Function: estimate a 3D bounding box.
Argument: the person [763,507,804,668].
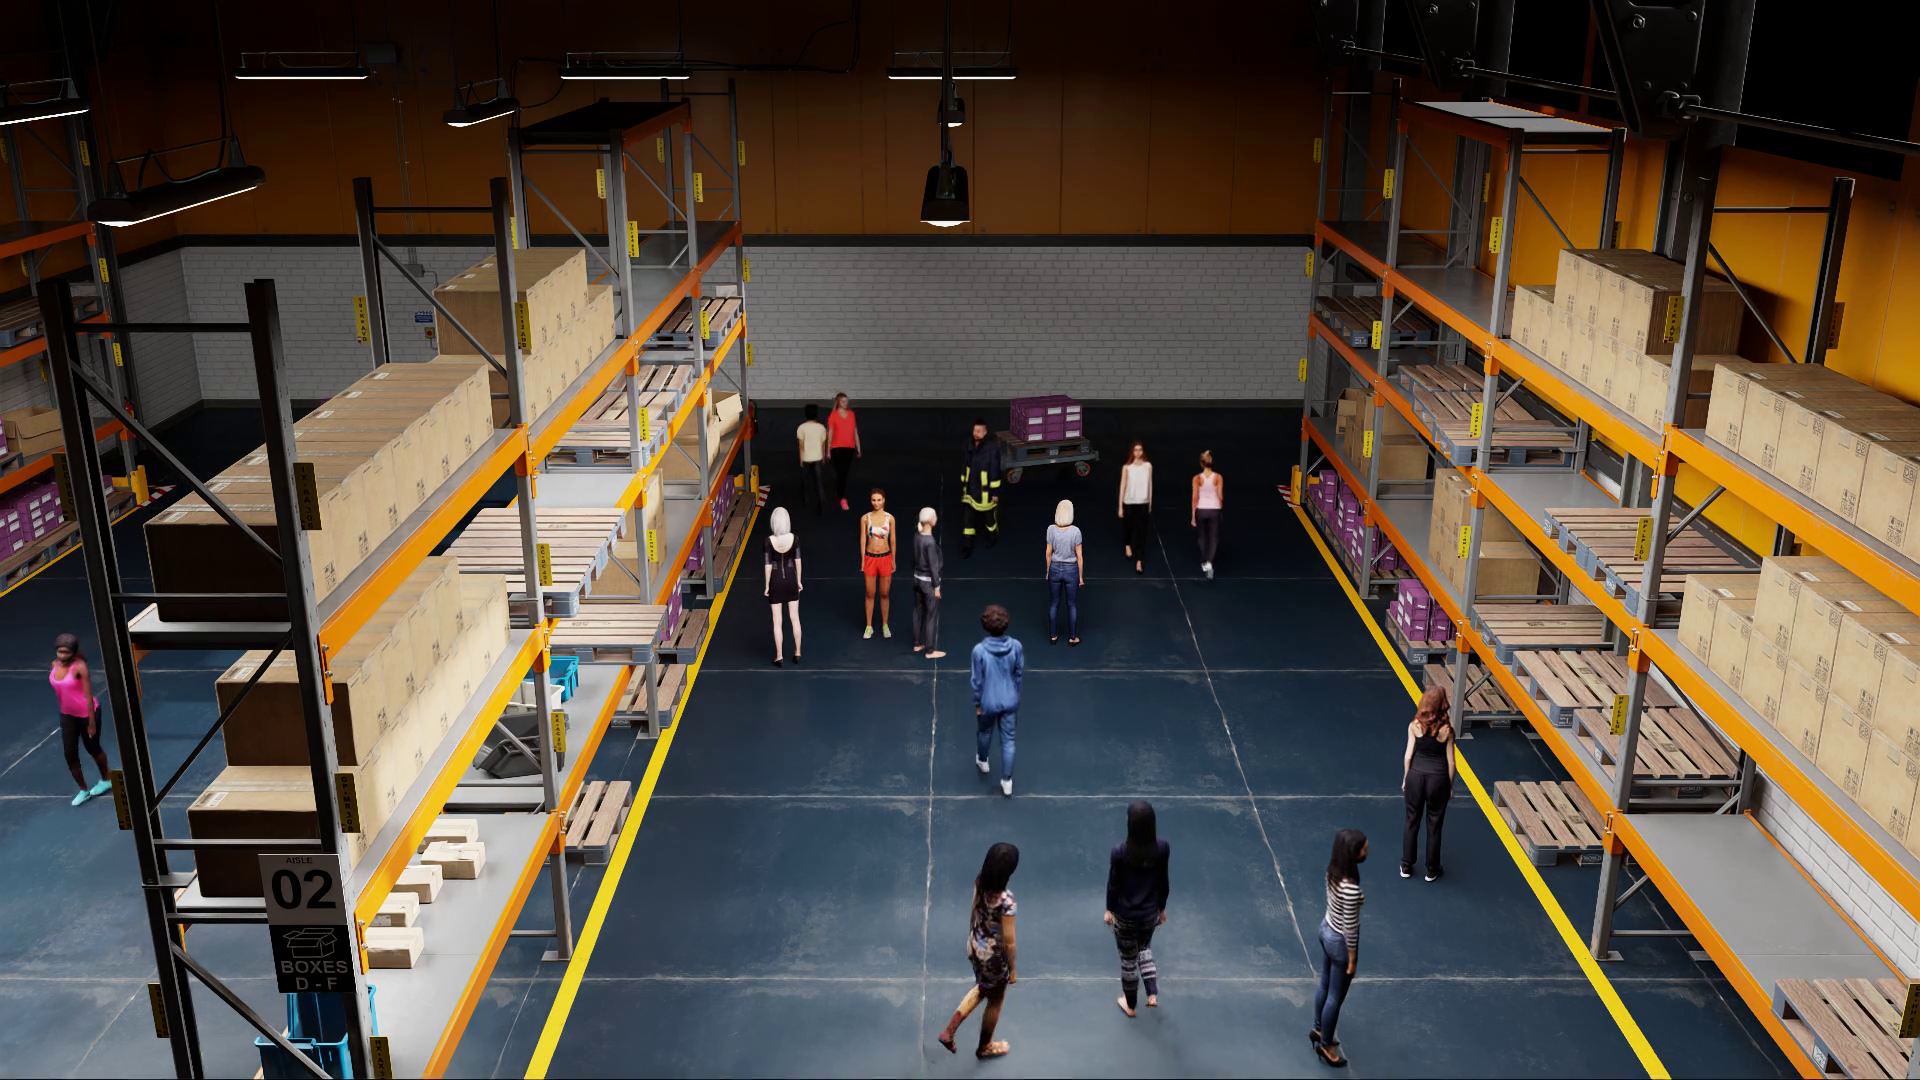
[{"bbox_3d":[-1.953,0.509,18.338,0.658,1.830,0.636,-8,20,-22],"label":"person"}]

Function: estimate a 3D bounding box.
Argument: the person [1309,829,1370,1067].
[{"bbox_3d":[2.623,2.814,11.548,0.649,1.793,0.478,-2,19,-7],"label":"person"}]

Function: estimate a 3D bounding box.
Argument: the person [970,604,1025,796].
[{"bbox_3d":[0.369,1.509,15.441,0.766,1.782,1.021,-2,19,-6],"label":"person"}]

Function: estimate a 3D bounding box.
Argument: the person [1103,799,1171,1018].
[{"bbox_3d":[1.308,2.701,11.995,0.718,1.723,0.772,-7,20,-19],"label":"person"}]

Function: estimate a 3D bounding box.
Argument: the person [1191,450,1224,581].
[{"bbox_3d":[3.145,-0.310,21.057,0.691,1.646,1.001,5,19,15],"label":"person"}]

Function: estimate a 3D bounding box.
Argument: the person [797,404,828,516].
[{"bbox_3d":[-2.071,-1.111,23.575,0.802,1.557,1.077,-6,20,-19],"label":"person"}]

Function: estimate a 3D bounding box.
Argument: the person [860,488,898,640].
[{"bbox_3d":[-0.944,0.253,19.157,0.574,1.791,0.557,-1,19,-4],"label":"person"}]

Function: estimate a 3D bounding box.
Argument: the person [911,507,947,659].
[{"bbox_3d":[-0.379,0.459,18.647,0.750,1.726,0.643,-12,22,-32],"label":"person"}]

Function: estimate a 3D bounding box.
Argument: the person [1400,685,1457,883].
[{"bbox_3d":[3.919,2.031,13.947,0.648,1.748,0.646,8,20,21],"label":"person"}]

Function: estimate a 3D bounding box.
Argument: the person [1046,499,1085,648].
[{"bbox_3d":[1.179,0.369,18.924,0.650,1.721,0.612,6,20,17],"label":"person"}]

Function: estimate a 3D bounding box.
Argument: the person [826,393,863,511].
[{"bbox_3d":[-1.744,-1.305,23.973,0.859,1.670,0.949,-13,23,-34],"label":"person"}]

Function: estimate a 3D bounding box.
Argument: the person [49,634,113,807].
[{"bbox_3d":[-8.080,1.606,15.317,0.653,1.679,0.783,7,20,19],"label":"person"}]

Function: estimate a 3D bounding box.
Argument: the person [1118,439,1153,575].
[{"bbox_3d":[2.249,-0.466,21.462,0.615,1.683,1.102,-1,19,-2],"label":"person"}]

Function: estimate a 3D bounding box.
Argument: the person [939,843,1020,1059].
[{"bbox_3d":[0.135,2.887,11.450,0.925,1.719,0.885,-14,23,-35],"label":"person"}]

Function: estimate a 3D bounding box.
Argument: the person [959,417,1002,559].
[{"bbox_3d":[0.307,-0.716,21.988,1.050,1.822,1.282,8,20,22],"label":"person"}]
